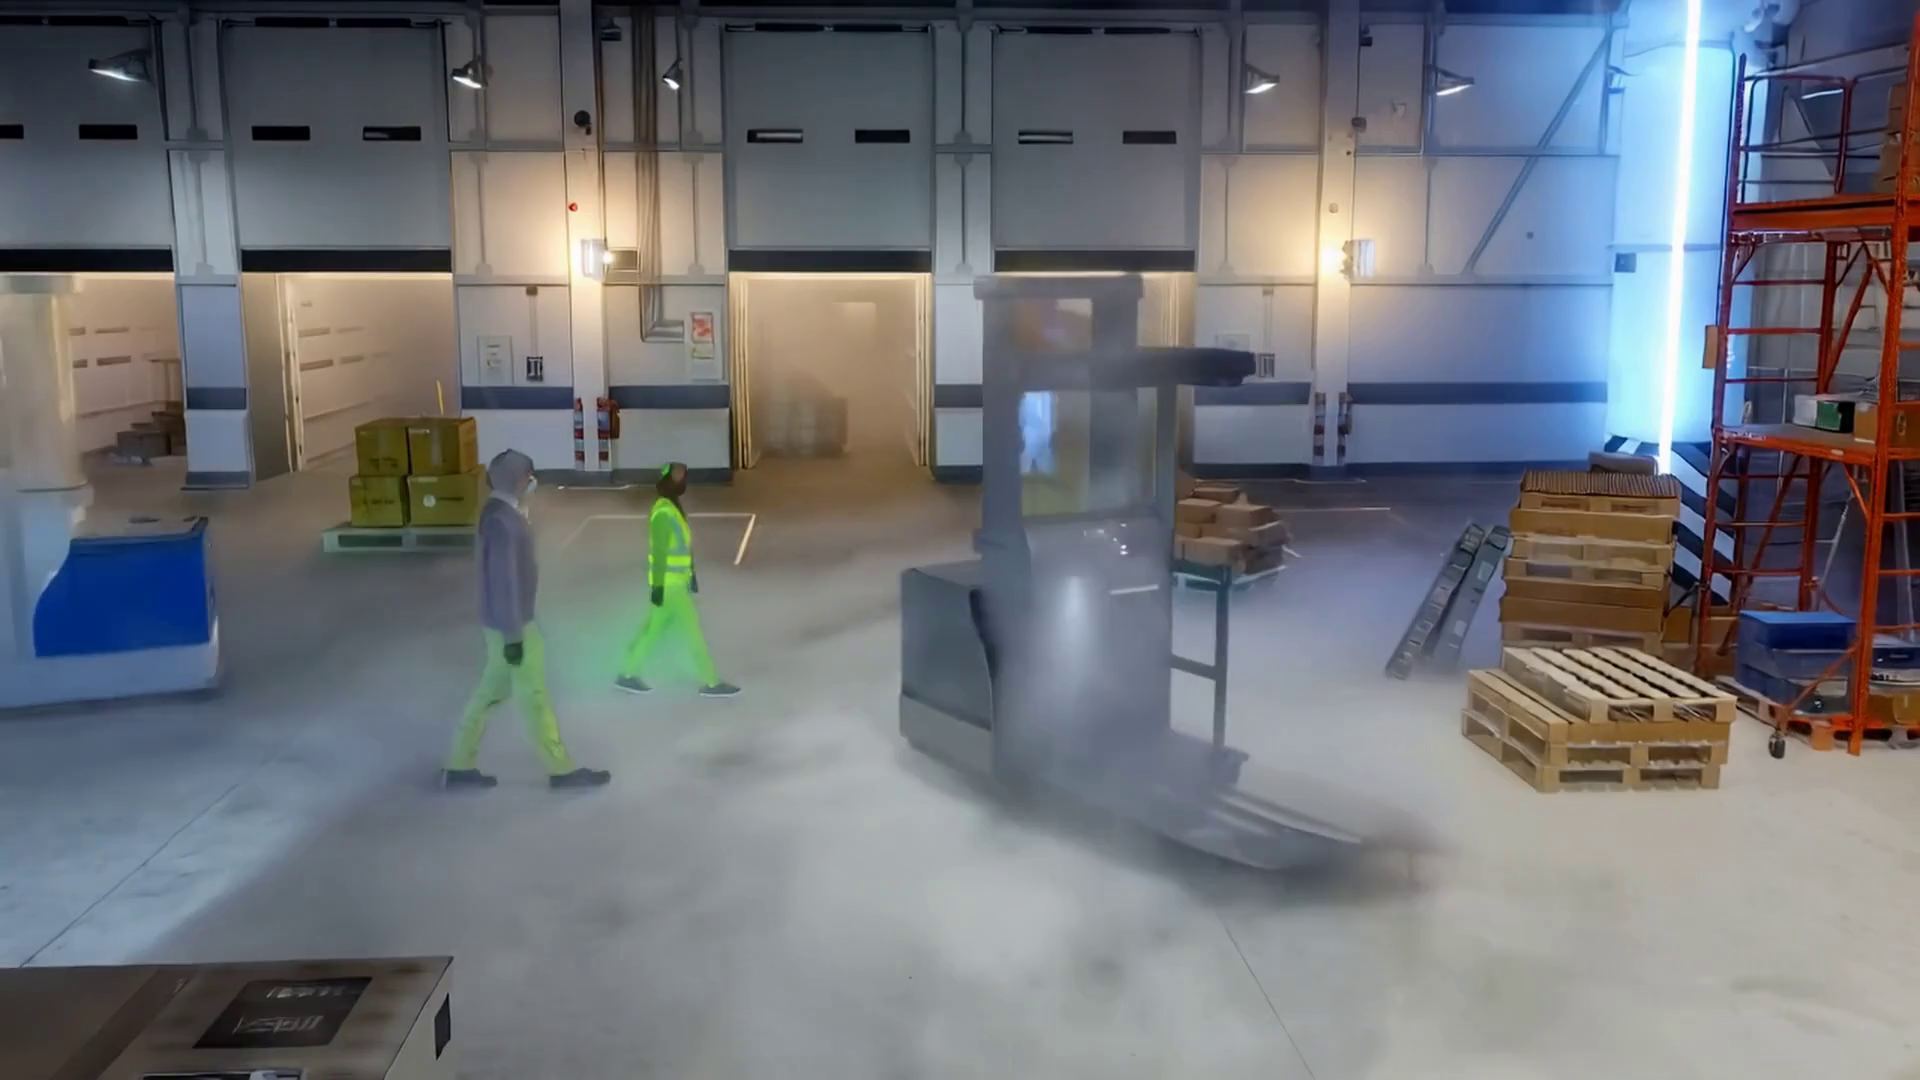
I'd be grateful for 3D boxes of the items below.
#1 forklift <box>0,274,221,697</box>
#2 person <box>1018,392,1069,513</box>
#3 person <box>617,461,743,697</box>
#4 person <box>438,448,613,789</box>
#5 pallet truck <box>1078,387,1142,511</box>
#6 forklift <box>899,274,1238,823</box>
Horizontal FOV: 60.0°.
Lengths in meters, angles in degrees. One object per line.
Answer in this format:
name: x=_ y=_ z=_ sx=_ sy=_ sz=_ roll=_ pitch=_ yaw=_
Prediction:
forklift: x=-6.146 y=-0.402 z=11.272 sx=1.873 sy=2.768 sz=1.129 roll=-4 pitch=10 yaw=-21
person: x=0.814 y=-1.076 z=18.623 sx=1.010 sy=1.892 sz=0.544 roll=4 pitch=10 yaw=22
person: x=-1.925 y=0.264 z=11.110 sx=0.856 sy=1.592 sz=0.532 roll=0 pitch=9 yaw=-2
person: x=-2.438 y=0.440 z=9.075 sx=0.832 sy=1.913 sz=0.641 roll=-3 pitch=10 yaw=-19
pallet truck: x=2.088 y=-0.836 z=16.757 sx=1.885 sy=1.965 sz=0.823 roll=2 pitch=9 yaw=13
forklift: x=0.538 y=-0.090 z=9.312 sx=1.129 sy=2.768 sz=1.873 roll=-6 pitch=11 yaw=-32
